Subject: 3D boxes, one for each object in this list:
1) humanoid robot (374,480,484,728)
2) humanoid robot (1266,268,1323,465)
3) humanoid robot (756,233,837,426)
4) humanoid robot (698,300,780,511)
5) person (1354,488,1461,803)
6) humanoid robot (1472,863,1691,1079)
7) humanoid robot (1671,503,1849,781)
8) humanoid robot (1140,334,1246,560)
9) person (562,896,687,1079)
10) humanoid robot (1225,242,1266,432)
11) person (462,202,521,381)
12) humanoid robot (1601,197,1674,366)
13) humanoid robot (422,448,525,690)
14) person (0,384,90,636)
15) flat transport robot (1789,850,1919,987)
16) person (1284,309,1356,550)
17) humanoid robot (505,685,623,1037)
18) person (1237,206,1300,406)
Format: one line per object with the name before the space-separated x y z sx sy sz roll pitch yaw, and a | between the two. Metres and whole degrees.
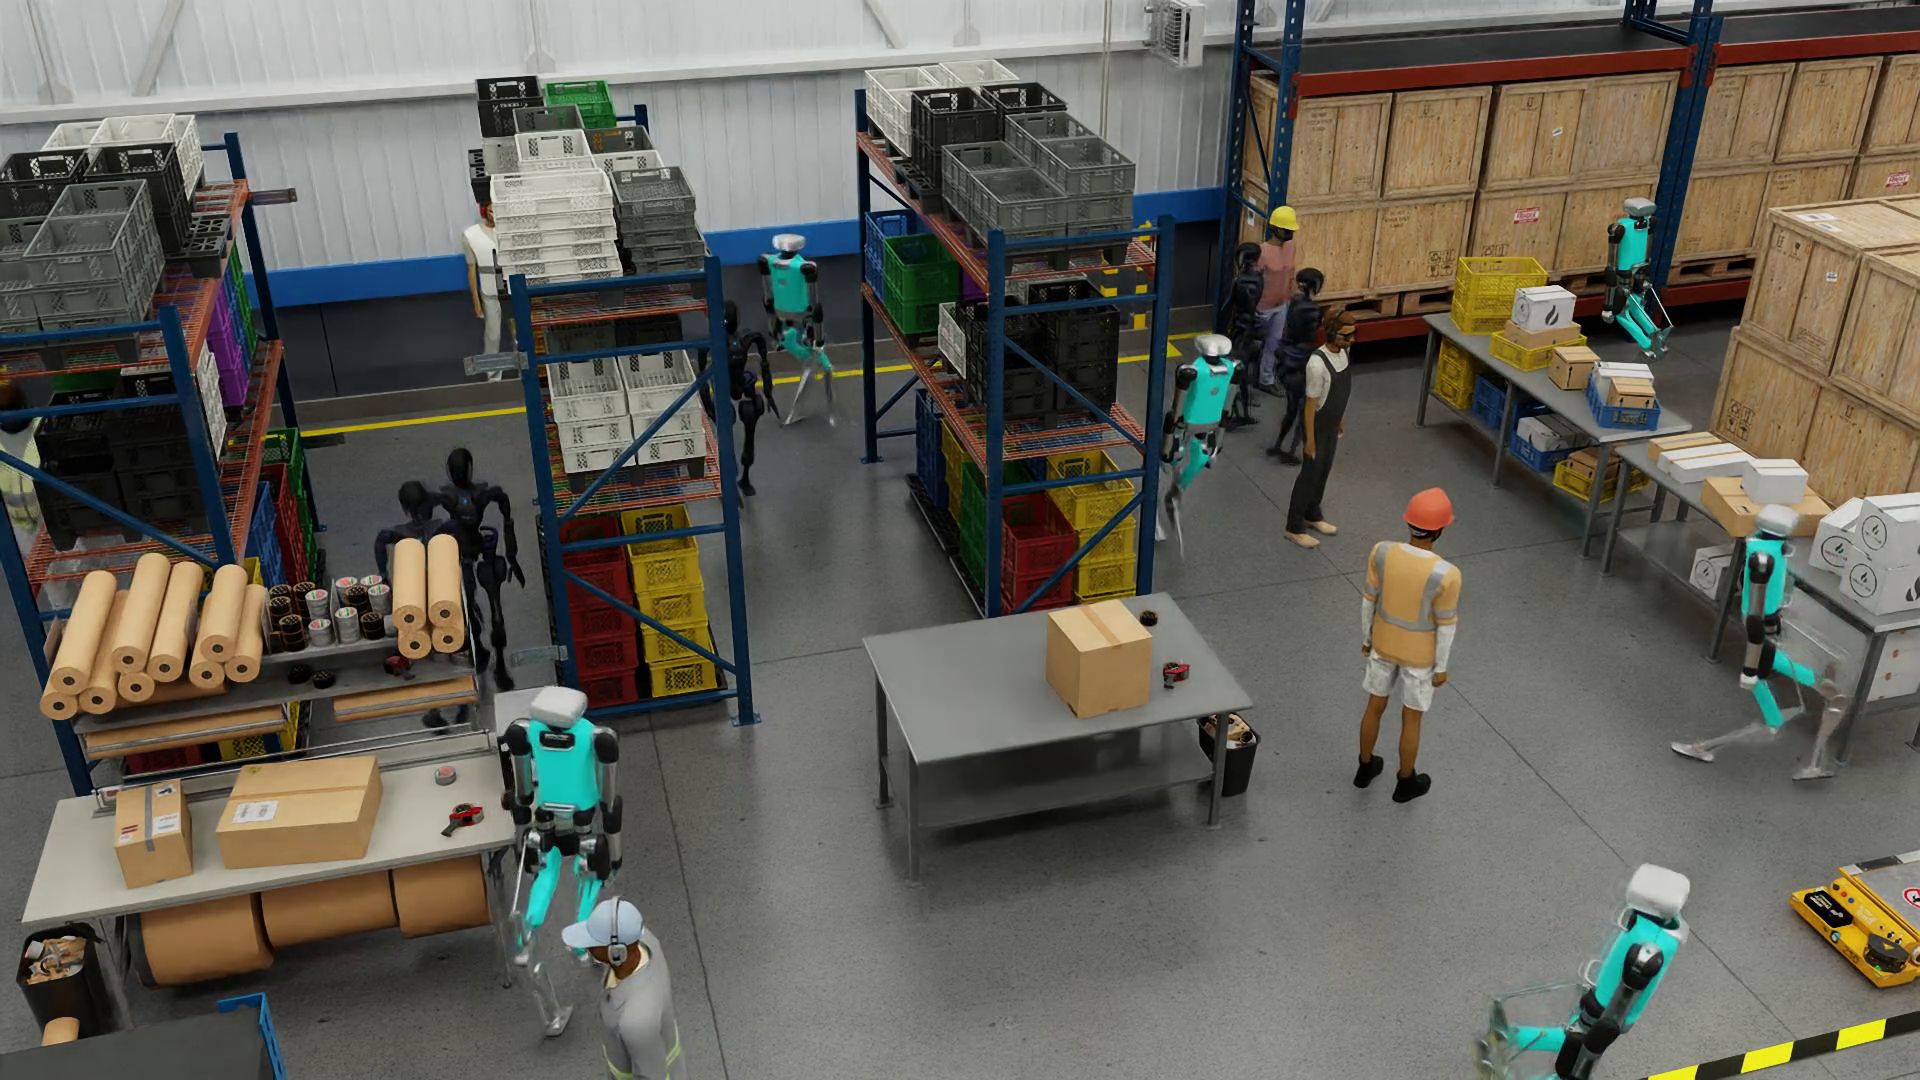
humanoid robot | -3.186 0.397 9.971 0.603 1.654 0.314 -10 30 -18
humanoid robot | 2.686 -1.385 13.231 0.325 1.660 0.590 -5 29 -9
humanoid robot | -1.273 -1.750 13.830 0.531 1.792 0.781 12 31 21
humanoid robot | -1.662 -1.037 12.594 0.607 1.644 0.559 -11 31 -19
person | 2.512 0.589 9.357 0.545 1.937 0.376 23 36 35
humanoid robot | 2.464 2.031 6.945 0.821 1.770 0.557 16 33 27
humanoid robot | 4.770 0.680 9.461 1.058 1.759 0.530 16 33 26
humanoid robot | 1.577 -0.700 11.957 0.576 1.809 0.810 -13 31 -22
person | -1.283 2.153 6.599 0.400 1.851 0.591 -6 29 -10
humanoid robot | 2.346 -1.684 13.761 0.385 1.644 0.597 -2 29 -3
person | -3.980 -2.139 14.429 0.564 1.836 0.390 -21 35 -34
humanoid robot | 5.842 -2.042 14.212 0.533 1.677 0.735 -17 33 -28
humanoid robot | -3.056 0.160 10.415 0.613 1.632 0.568 -9 30 -15
person | -5.996 -0.166 10.838 0.621 1.832 0.444 -6 29 -11
flat transport robot | 5.163 1.916 8.676 1.431 0.231 0.659 -8 30 -14
person | 2.621 -0.810 12.013 0.336 1.838 0.505 19 34 31
humanoid robot | -1.876 1.585 7.797 0.550 1.755 1.040 3 29 5
person | 2.682 -2.011 14.278 0.528 1.761 0.343 -21 35 -33
